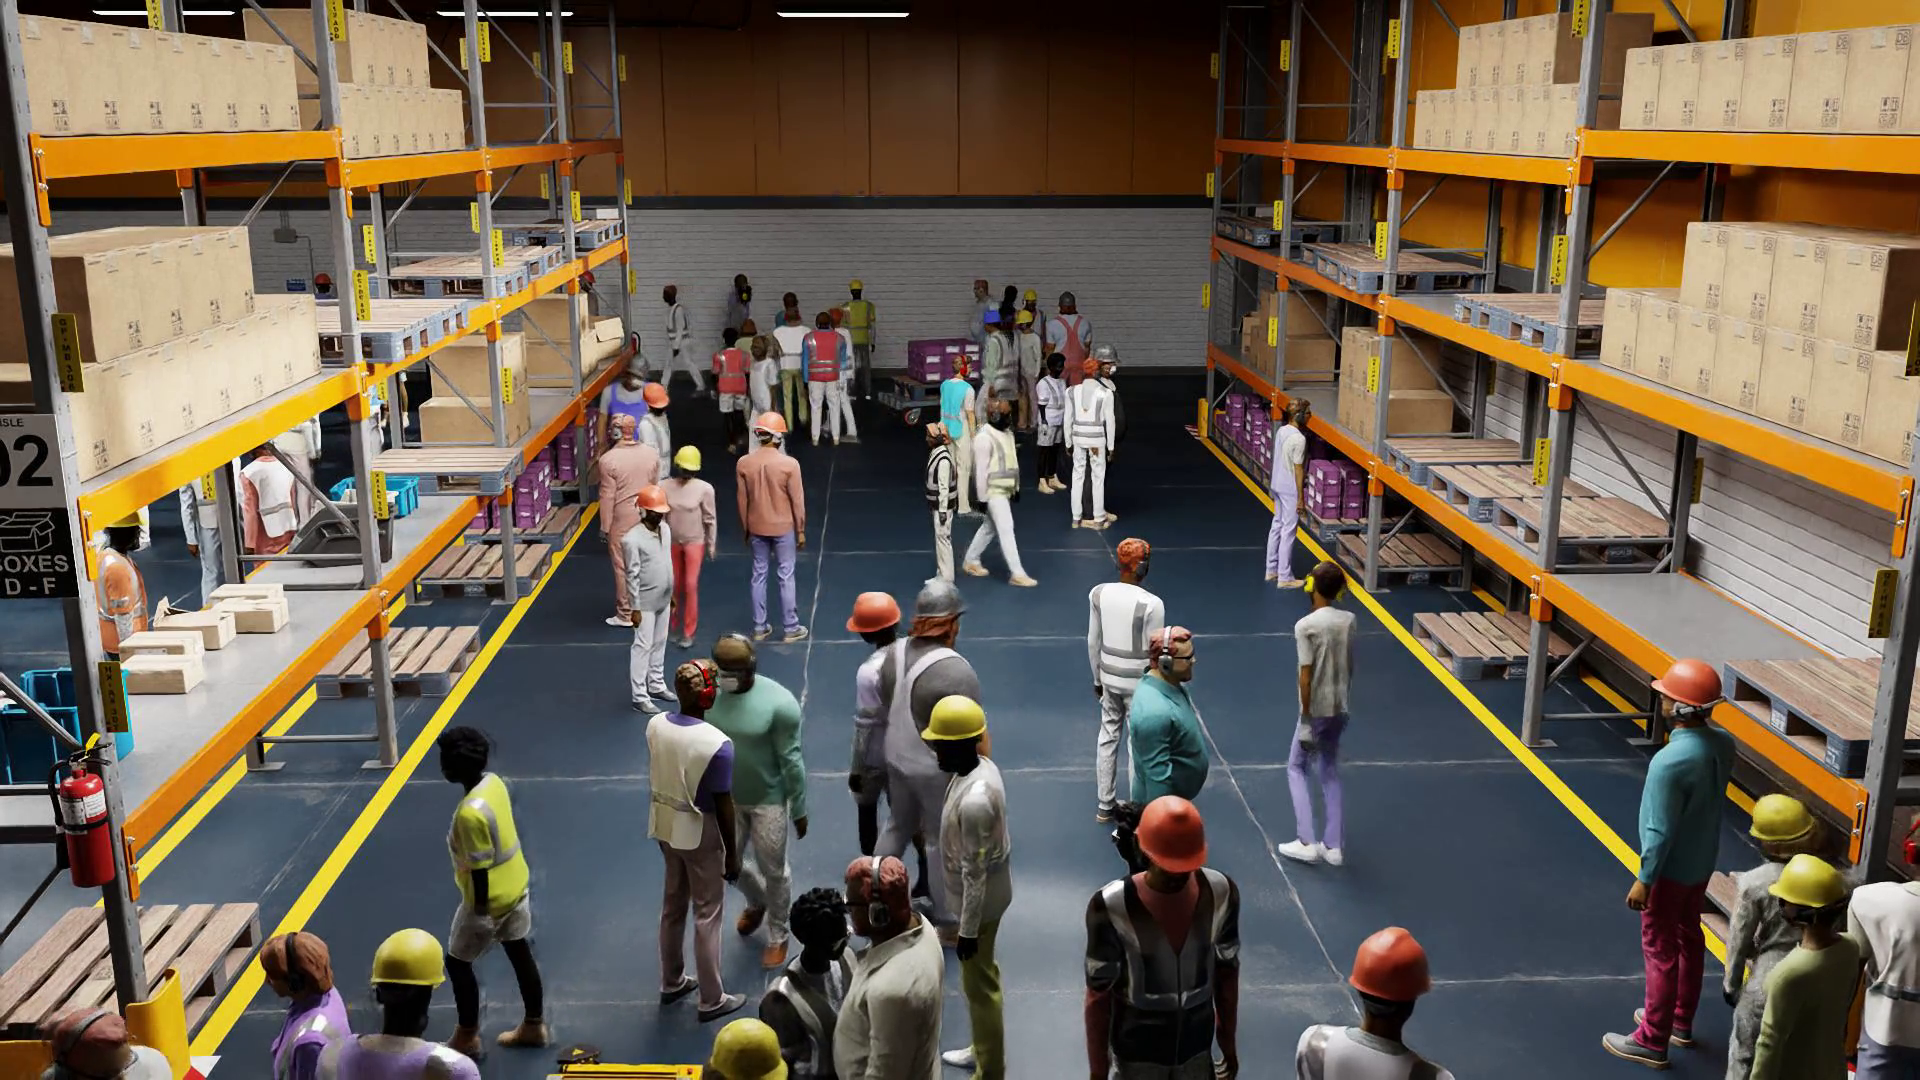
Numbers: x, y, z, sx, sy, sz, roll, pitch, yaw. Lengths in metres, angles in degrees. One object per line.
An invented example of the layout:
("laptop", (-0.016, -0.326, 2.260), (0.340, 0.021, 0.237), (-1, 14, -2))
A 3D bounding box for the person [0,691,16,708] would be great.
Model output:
("person", (-7.474, 0.343, 12.597), (0.382, 1.928, 0.587), (-13, 19, -42))

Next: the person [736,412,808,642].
("person", (-1.596, -0.105, 14.240), (0.608, 1.986, 0.391), (4, 15, 17))

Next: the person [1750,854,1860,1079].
("person", (3.160, 2.029, 6.317), (0.525, 1.760, 0.341), (-10, 17, -33))

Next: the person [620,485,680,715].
("person", (-2.310, 0.436, 12.582), (0.342, 1.747, 0.571), (6, 15, 21))

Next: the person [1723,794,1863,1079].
("person", (3.471, 1.889, 6.977), (0.505, 1.710, 0.316), (4, 15, 16))

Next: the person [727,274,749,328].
("person", (-3.596, -3.374, 27.178), (0.371, 1.935, 0.627), (2, 14, 7))

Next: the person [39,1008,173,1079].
("person", (-2.614, 2.266, 5.149), (0.426, 1.874, 0.676), (7, 16, 25))

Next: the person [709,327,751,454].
("person", (-3.091, -2.015, 22.347), (0.549, 1.675, 0.613), (-8, 16, -27))

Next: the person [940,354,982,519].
("person", (-0.015, -1.160, 18.661), (0.376, 1.844, 0.573), (-10, 18, -35))

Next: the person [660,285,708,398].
("person", (-4.482, -3.139, 26.482), (1.005, 1.826, 0.586), (-9, 17, -31))

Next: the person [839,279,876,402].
("person", (-1.631, -3.157, 26.354), (0.593, 1.917, 0.384), (-5, 15, -19))

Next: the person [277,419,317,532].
("person", (-7.129, -1.004, 17.889), (0.590, 1.924, 0.380), (10, 17, 34))

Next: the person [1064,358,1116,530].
("person", (1.416, -1.050, 18.152), (0.585, 1.882, 0.337), (7, 16, 25))

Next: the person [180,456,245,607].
("person", (-6.426, -0.096, 14.368), (0.398, 1.909, 0.600), (8, 16, 30))

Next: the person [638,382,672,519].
("person", (-3.087, -0.675, 16.683), (0.530, 1.888, 0.696), (1, 14, 6))

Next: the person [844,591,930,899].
("person", (-0.412, 1.174, 9.421), (0.648, 1.892, 0.584), (12, 19, 40))

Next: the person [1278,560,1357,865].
("person", (2.203, 1.044, 10.035), (0.540, 1.829, 0.516), (-8, 16, -28))

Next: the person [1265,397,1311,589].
("person", (3.159, -0.453, 15.915), (0.351, 1.837, 0.502), (-4, 15, -14))

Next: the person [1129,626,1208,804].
("person", (1.075, 1.364, 8.632), (0.410, 1.909, 0.643), (2, 14, 8))

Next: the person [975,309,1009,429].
("person", (0.378, -2.116, 22.231), (0.609, 1.924, 0.622), (5, 15, 17))

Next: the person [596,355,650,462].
("person", (-3.516, -1.061, 17.885), (0.694, 2.000, 0.986), (1, 14, 5))

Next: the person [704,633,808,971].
("person", (-1.087, 1.339, 8.757), (0.664, 1.908, 0.626), (4, 15, 15))

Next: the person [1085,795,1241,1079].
("person", (0.777, 1.902, 6.280), (0.613, 2.033, 0.411), (-4, 15, -14))

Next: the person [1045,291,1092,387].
("person", (1.489, -2.494, 23.510), (0.680, 2.000, 0.537), (-5, 15, -18))

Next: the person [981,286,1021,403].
("person", (0.663, -3.049, 26.030), (0.623, 1.865, 0.599), (-5, 15, -20))

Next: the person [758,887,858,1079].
("person", (-0.543, 2.080, 6.249), (0.322, 1.690, 0.537), (9, 17, 30))

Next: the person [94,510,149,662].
("person", (-5.650, 0.672, 11.329), (0.399, 1.919, 0.587), (-8, 16, -28))

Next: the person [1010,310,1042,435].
("person", (0.934, -2.378, 23.610), (0.329, 1.763, 0.523), (-12, 18, -39))

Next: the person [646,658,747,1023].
("person", (-1.336, 1.492, 8.281), (0.561, 1.836, 0.393), (11, 18, 38))

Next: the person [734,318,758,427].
("person", (-2.997, -2.382, 23.910), (0.507, 1.608, 0.730), (-3, 15, -13))

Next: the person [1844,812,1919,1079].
("person", (3.714, 1.947, 6.487), (0.563, 1.836, 0.385), (7, 16, 24))
